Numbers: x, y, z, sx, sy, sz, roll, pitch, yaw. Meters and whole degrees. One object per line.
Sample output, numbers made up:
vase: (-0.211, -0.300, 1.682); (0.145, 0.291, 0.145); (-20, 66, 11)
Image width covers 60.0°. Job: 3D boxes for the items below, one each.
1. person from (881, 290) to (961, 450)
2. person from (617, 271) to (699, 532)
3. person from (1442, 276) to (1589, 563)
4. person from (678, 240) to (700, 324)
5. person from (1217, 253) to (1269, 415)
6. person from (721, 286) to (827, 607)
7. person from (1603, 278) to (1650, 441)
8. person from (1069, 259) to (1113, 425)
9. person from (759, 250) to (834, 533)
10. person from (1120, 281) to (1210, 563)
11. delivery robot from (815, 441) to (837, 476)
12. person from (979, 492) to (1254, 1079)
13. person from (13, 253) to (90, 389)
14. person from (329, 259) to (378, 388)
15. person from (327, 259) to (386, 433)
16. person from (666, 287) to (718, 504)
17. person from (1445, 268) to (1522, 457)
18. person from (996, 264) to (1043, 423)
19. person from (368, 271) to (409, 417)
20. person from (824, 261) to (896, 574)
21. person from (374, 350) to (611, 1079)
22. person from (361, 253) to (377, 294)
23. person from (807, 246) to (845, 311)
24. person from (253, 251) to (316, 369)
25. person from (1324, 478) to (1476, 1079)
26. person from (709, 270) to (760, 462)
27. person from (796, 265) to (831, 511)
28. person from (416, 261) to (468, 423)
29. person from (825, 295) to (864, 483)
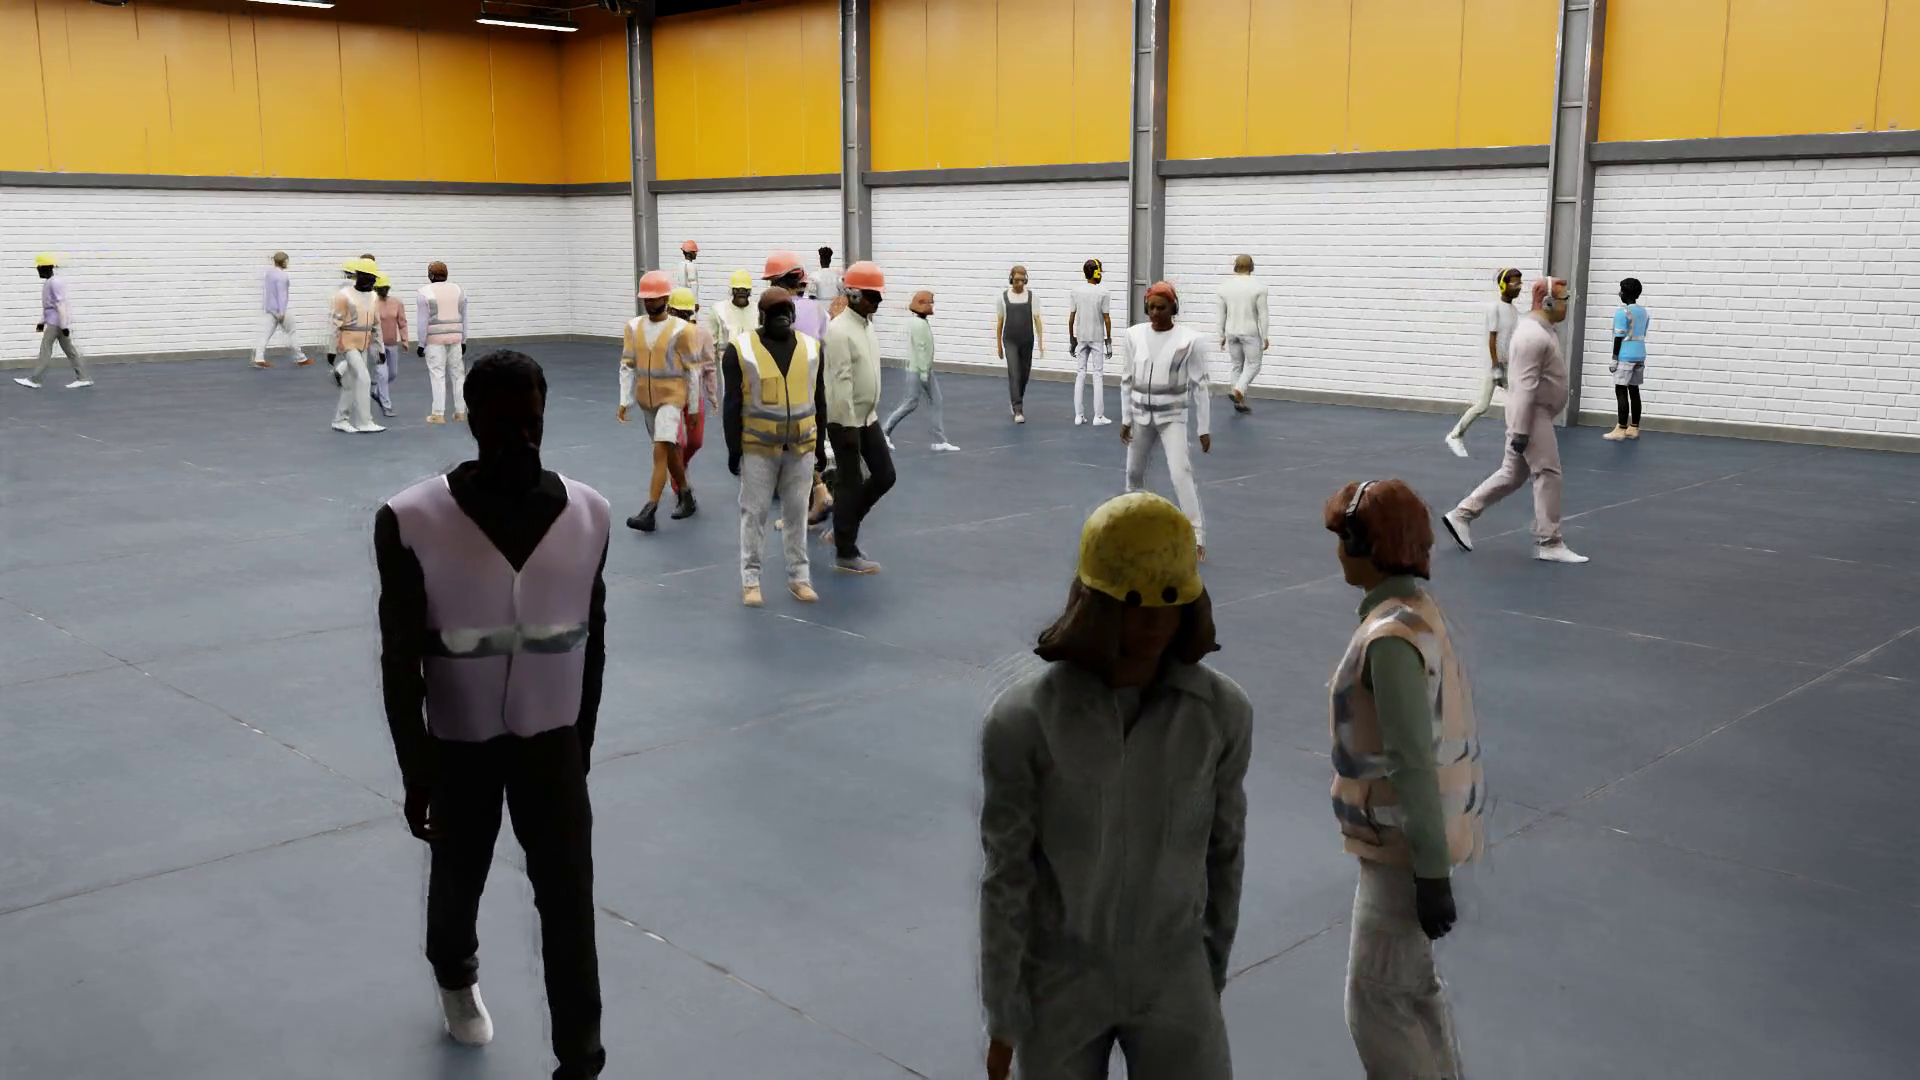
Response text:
person: (-0.429, -1.672, 16.453); (0.801, 1.605, 0.503); (2, 11, 10)
person: (-2.200, -1.027, 12.203); (0.544, 1.876, 1.041); (4, 11, 21)
person: (3.691, -0.797, 10.973); (0.891, 1.877, 0.655); (4, 11, 20)
person: (-4.663, -4.160, 28.825); (0.376, 2.043, 0.609); (-7, 12, -32)
person: (3.320, -2.420, 19.648); (0.647, 1.926, 0.622); (7, 12, 33)
person: (-1.057, -0.538, 9.625); (0.631, 1.842, 0.429); (-5, 11, -23)
person: (6.983, -1.886, 17.388); (0.530, 1.693, 0.319); (-8, 13, -38)
person: (1.475, -2.225, 18.761); (0.534, 1.863, 0.311); (5, 12, 27)
person: (-1.214, -1.050, 11.916); (0.470, 2.020, 0.633); (7, 12, 33)
person: (1.366, -0.796, 11.070); (0.768, 1.841, 0.549); (7, 12, 32)
delivery robot: (-1.195, -0.647, 13.469); (0.707, 0.478, 0.477); (1, 10, 8)
person: (0.269, 0.773, 2.809); (0.492, 1.720, 0.620); (-1, 10, -7)
person: (-12.701, -3.039, 23.159); (0.977, 1.878, 0.597); (-5, 12, -27)
person: (-8.463, -2.993, 23.109); (0.592, 1.809, 0.723); (10, 14, 43)
person: (-6.466, -2.075, 17.898); (0.829, 1.876, 0.602); (3, 11, 15)
person: (-2.234, -1.155, 13.272); (0.539, 1.735, 0.651); (-5, 12, -26)
person: (5.071, -1.657, 15.773); (0.514, 1.836, 0.933); (-8, 13, -37)
person: (0.668, -2.274, 19.203); (0.527, 1.816, 0.914); (-1, 10, -6)
person: (-6.901, -2.338, 19.755); (0.753, 1.723, 0.543); (10, 14, 42)
person: (-0.646, -0.758, 10.451); (0.430, 1.973, 0.614); (5, 11, 23)
person: (-1.131, 0.465, 4.092); (0.589, 1.879, 0.998); (-6, 12, -31)
person: (-10.234, -4.025, 28.689); (0.631, 1.823, 0.737); (8, 13, 38)
person: (-1.982, -3.361, 24.673); (0.613, 1.963, 0.361); (-5, 11, -24)
person: (-10.895, -3.667, 26.610); (0.619, 1.878, 1.044); (8, 13, 38)
person: (0.964, 0.669, 3.658); (0.411, 1.610, 0.540); (4, 11, 18)
person: (-2.044, -1.630, 15.675); (0.636, 1.797, 0.812); (-3, 11, -16)
person: (-1.296, -1.197, 12.981); (0.559, 1.917, 0.563); (-10, 14, -42)
person: (-5.921, -2.258, 18.999); (0.429, 1.845, 0.621); (10, 14, 43)
person: (-0.988, -1.237, 13.999); (0.507, 1.632, 0.274); (5, 12, 27)
